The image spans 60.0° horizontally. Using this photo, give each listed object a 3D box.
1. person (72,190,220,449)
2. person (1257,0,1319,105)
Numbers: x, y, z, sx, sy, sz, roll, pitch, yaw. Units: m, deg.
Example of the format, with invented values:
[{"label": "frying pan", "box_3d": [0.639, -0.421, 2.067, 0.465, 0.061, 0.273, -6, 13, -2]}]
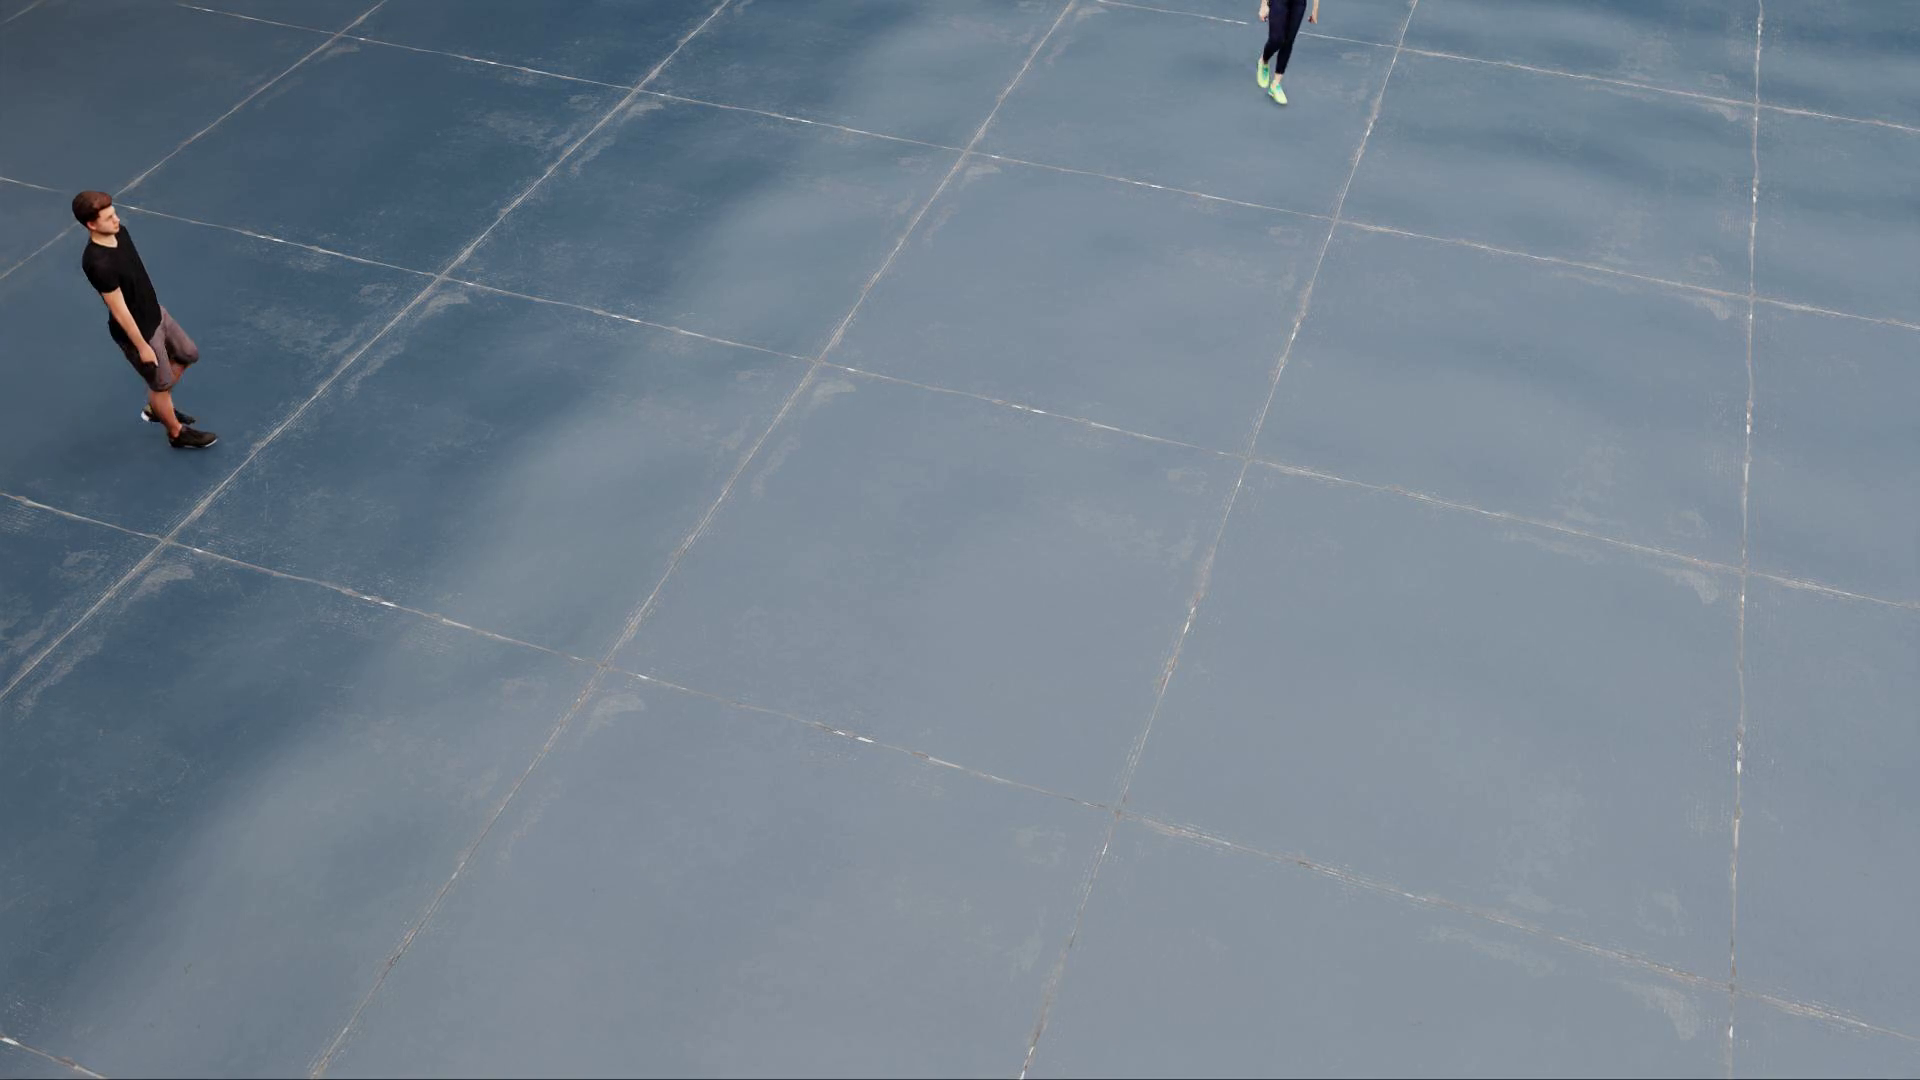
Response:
[{"label": "person", "box_3d": [-5.081, -1.318, 10.126, 0.848, 1.852, 0.825, -6, 43, -6]}, {"label": "person", "box_3d": [2.646, -4.432, 13.577, 0.773, 1.694, 0.841, -8, 44, -8]}]
